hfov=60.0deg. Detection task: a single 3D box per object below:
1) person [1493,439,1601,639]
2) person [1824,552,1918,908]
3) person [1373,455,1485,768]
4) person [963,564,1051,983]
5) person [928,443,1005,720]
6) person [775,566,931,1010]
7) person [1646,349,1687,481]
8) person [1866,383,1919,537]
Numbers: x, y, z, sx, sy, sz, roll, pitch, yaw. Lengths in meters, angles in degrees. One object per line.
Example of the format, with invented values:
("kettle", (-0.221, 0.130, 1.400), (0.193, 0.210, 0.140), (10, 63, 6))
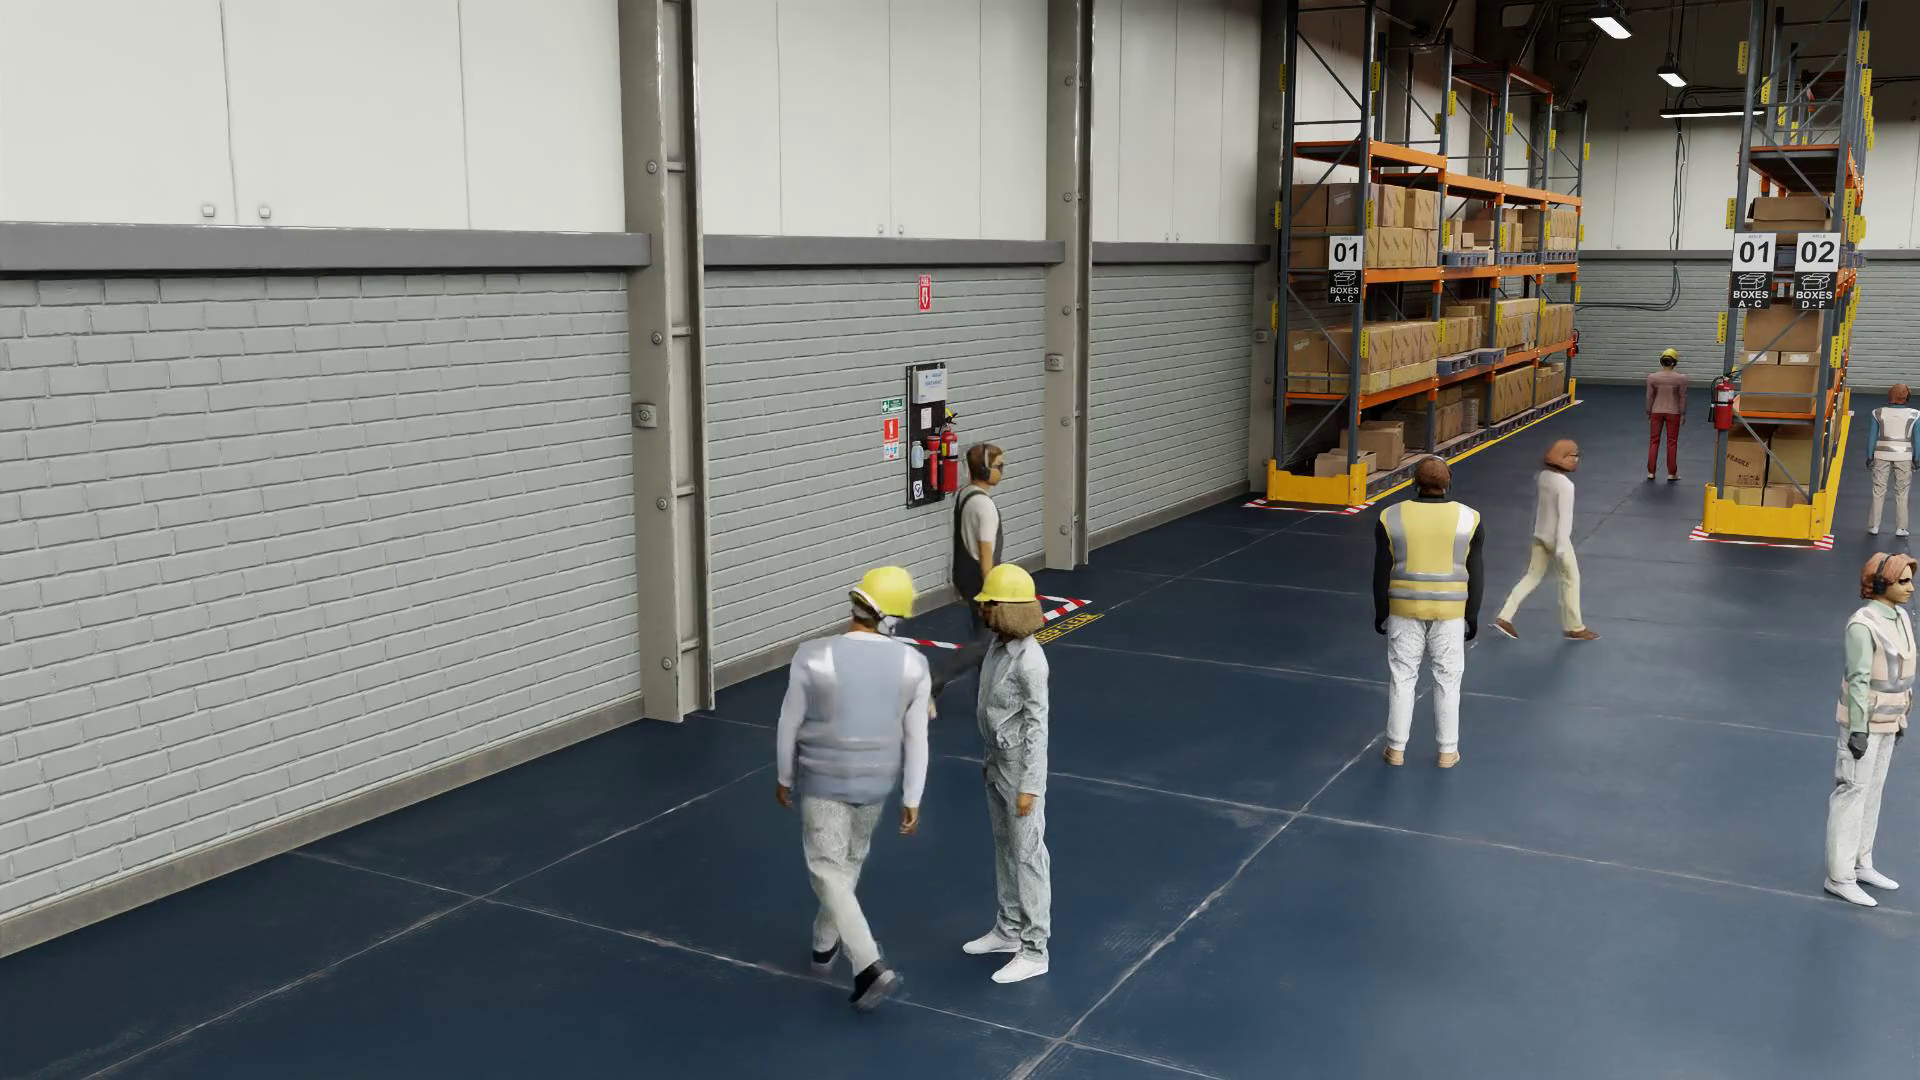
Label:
("person", (4.583, -0.001, 12.944), (0.822, 1.597, 0.512), (-2, 10, -10))
("person", (4.250, 0.864, 7.751), (0.520, 1.640, 0.307), (-9, 13, -43))
("person", (2.737, 0.420, 9.755), (0.626, 1.846, 0.429), (2, 10, 13))
("person", (0.202, 0.957, 6.906), (0.301, 1.745, 0.483), (-3, 10, -18))
("person", (0.056, 0.288, 10.607), (0.728, 1.827, 0.511), (-3, 10, -16))
("person", (-0.428, 0.977, 6.741), (0.592, 1.764, 0.802), (-4, 11, -24))
("person", (9.452, -1.675, 22.268), (0.524, 1.762, 0.325), (7, 12, 37))
("person", (9.986, -0.852, 17.800), (0.523, 1.638, 0.310), (6, 11, 32))
